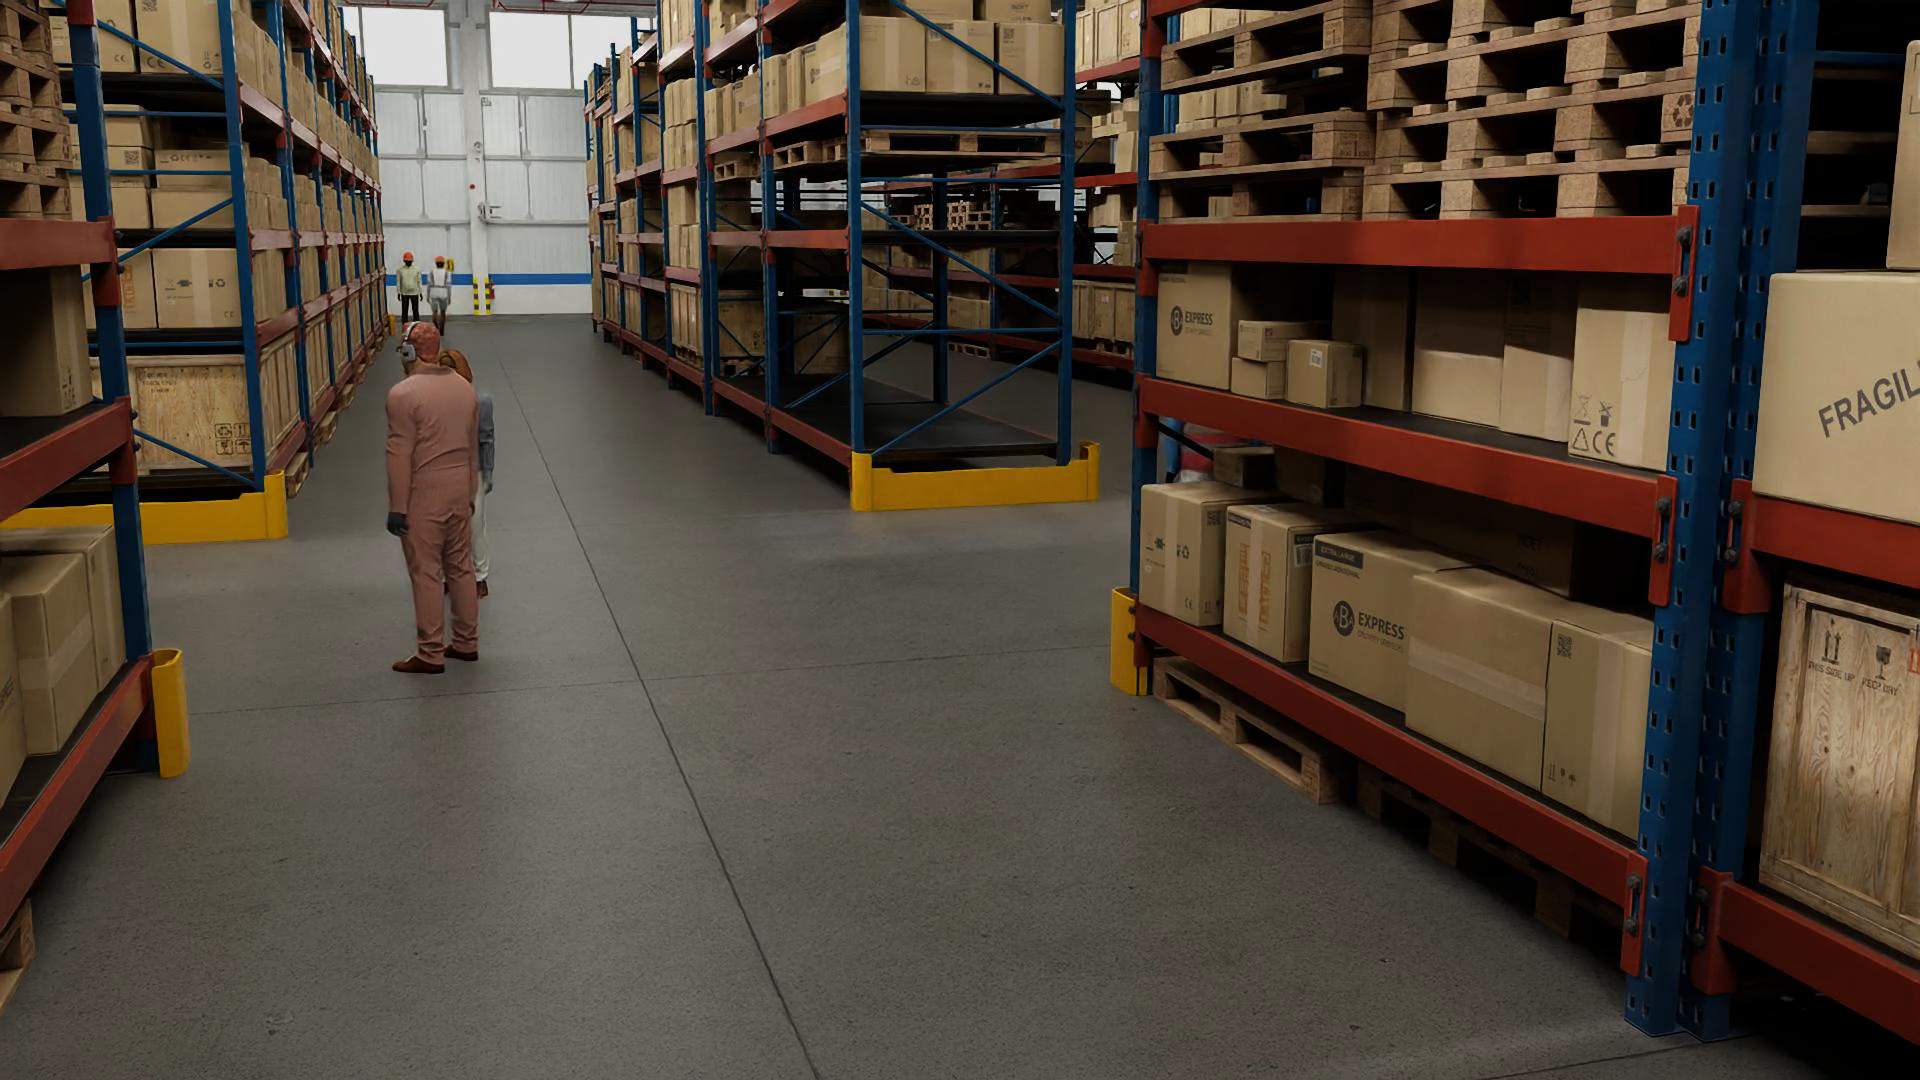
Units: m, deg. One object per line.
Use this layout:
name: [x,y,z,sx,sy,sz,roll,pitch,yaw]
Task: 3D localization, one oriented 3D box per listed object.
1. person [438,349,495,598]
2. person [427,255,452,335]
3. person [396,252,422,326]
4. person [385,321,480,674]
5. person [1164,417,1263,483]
person: [-3.279,-0.429,10.839,0.497,1.633,0.284,0,10,-3]
person: [-12.411,-5.825,39.685,0.599,1.903,0.616,-2,11,-12]
person: [-13.327,-5.975,40.272,0.608,1.988,0.387,-4,11,-21]
person: [-2.884,-0.232,9.044,0.398,1.899,0.650,4,11,21]
person: [1.587,-0.468,10.484,0.623,1.844,0.430,-1,10,-3]
